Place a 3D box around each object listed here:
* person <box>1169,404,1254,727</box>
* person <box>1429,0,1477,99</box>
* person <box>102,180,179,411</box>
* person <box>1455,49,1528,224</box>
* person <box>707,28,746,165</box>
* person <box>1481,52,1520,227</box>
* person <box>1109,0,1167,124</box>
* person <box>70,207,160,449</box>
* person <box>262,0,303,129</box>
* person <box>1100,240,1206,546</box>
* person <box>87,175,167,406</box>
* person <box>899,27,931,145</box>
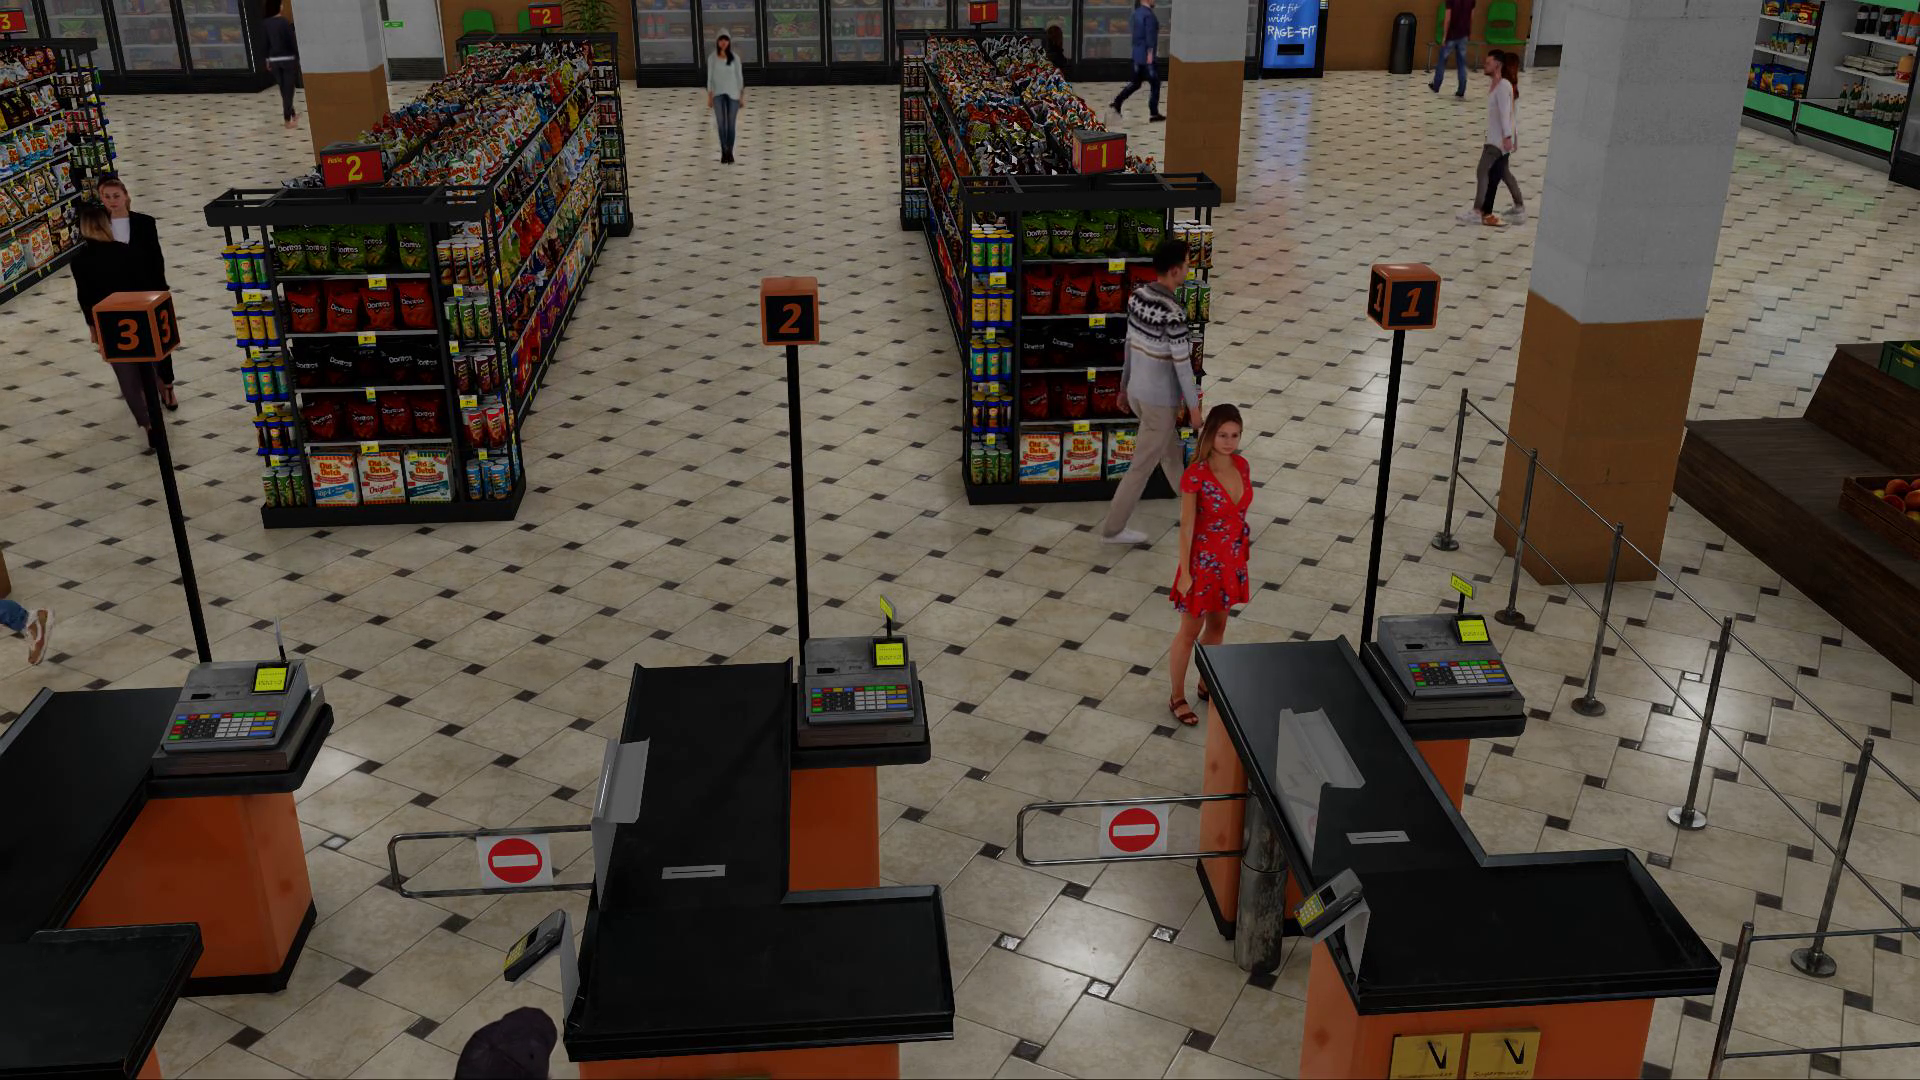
[{"bbox_3d":[1.197,0.105,7.921,0.660,1.592,0.682,-15,28,-31],"label":"person"},{"bbox_3d":[7.617,-7.654,25.388,0.660,1.804,1.101,-2,24,-5],"label":"person"},{"bbox_3d":[-5.951,-1.755,12.029,0.674,1.706,0.619,-8,25,-18],"label":"person"},{"bbox_3d":[5.773,-4.238,17.597,0.901,1.792,1.015,4,24,9],"label":"person"},{"bbox_3d":[-2.928,-5.544,20.782,0.644,1.632,0.710,-5,24,-11],"label":"person"},{"bbox_3d":[5.723,-4.251,17.634,0.714,1.786,0.558,4,24,10],"label":"person"},{"bbox_3d":[2.518,-6.730,23.287,1.032,1.795,1.164,-11,26,-23],"label":"person"},{"bbox_3d":[-5.659,-1.399,11.306,0.906,1.634,1.033,-14,27,-29],"label":"person"},{"bbox_3d":[-9.429,-6.614,23.085,0.778,1.744,0.994,3,24,7],"label":"person"},{"bbox_3d":[1.077,-0.804,9.735,0.969,1.803,1.206,-9,25,-21],"label":"person"},{"bbox_3d":[-6.045,-1.812,12.143,0.720,1.719,0.696,-11,26,-24],"label":"person"},{"bbox_3d":[-0.342,-5.827,21.553,0.860,1.531,0.875,11,26,24],"label":"person"}]
